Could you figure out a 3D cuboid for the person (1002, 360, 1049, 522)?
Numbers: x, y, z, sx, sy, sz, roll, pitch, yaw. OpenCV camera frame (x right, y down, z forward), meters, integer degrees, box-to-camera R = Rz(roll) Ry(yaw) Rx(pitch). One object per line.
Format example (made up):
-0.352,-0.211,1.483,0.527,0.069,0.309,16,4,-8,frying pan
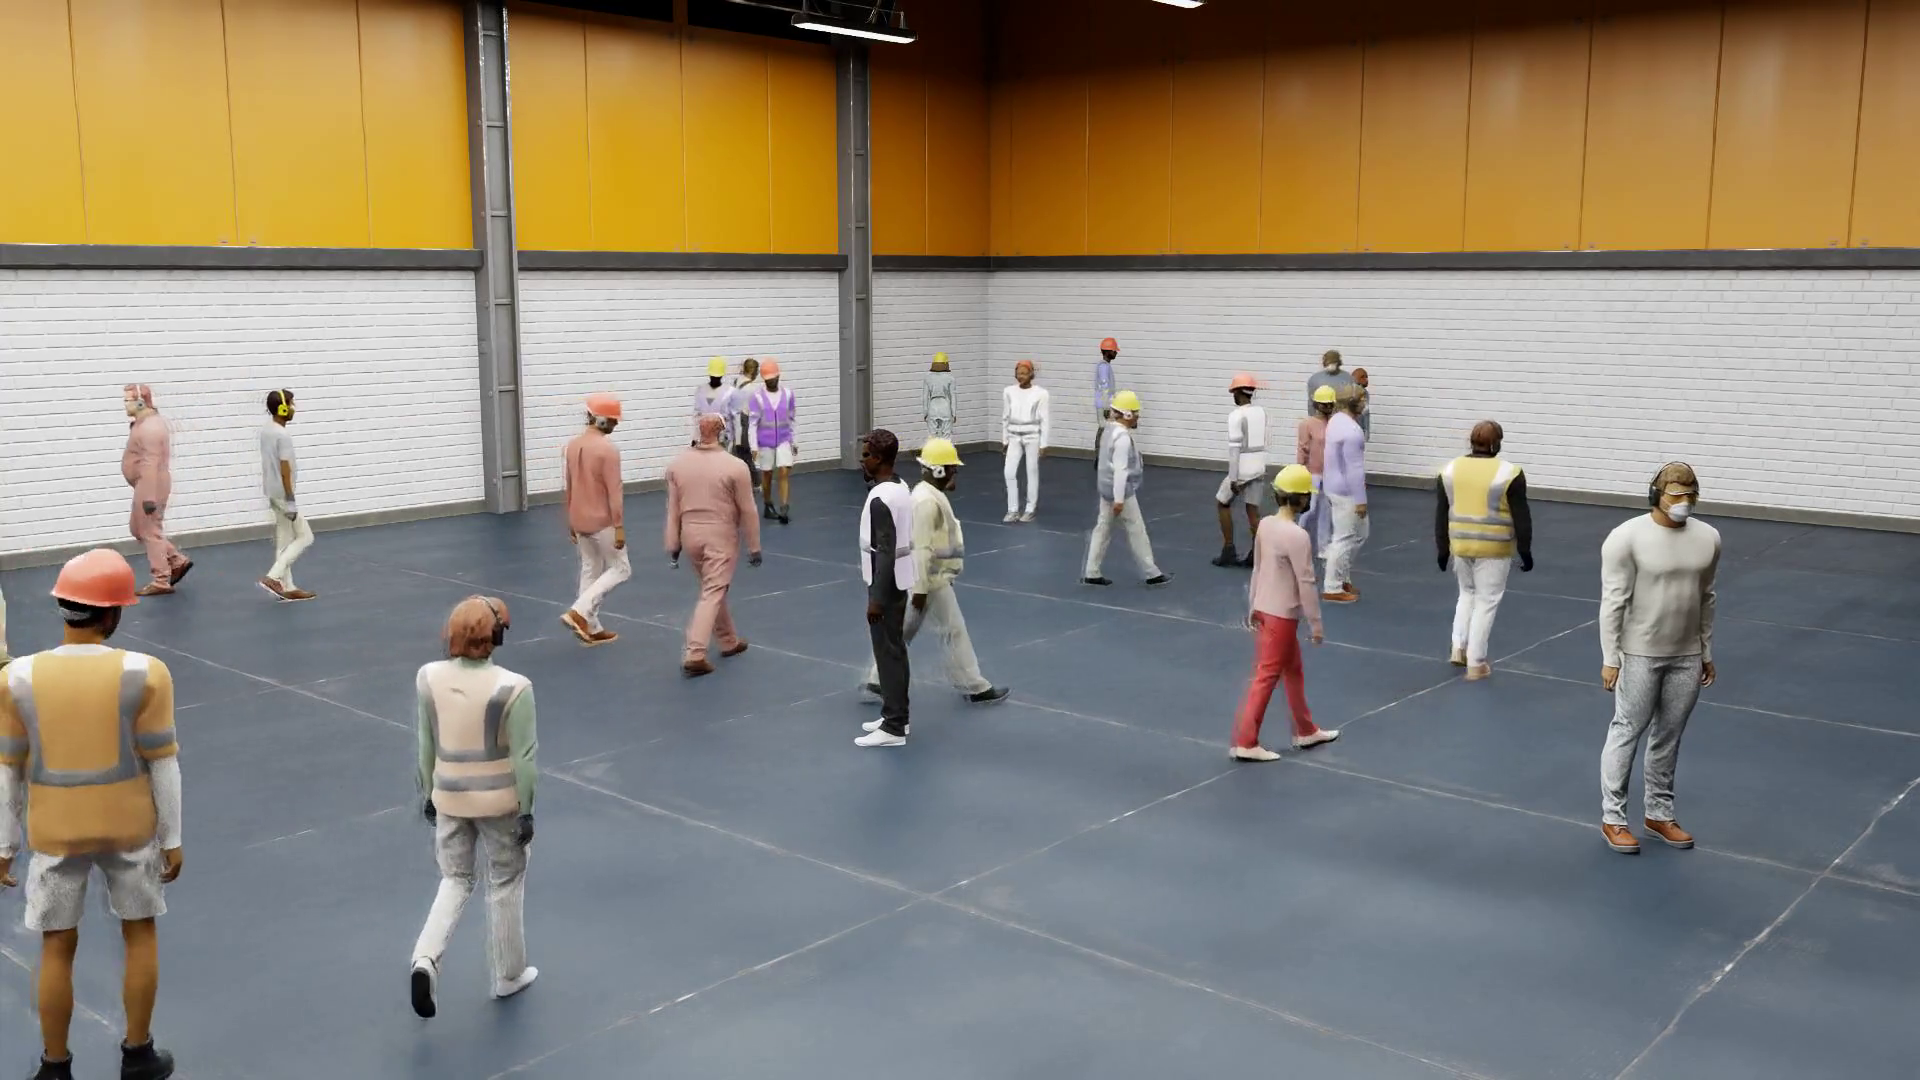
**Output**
0.703,-1.107,18.947,0.614,1.862,0.676,4,10,25,person

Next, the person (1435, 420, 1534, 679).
3.702,0.069,11.707,0.500,1.826,0.630,-9,12,-43,person

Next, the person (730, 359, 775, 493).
-2.743,-1.425,21.246,0.564,1.771,0.982,9,13,44,person

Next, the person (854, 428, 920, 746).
-0.441,0.285,10.051,0.379,1.918,0.597,1,9,6,person

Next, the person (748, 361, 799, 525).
-2.109,-1.113,18.985,0.610,1.860,1.002,-3,9,-16,person

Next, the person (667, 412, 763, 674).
-1.777,0.011,12.005,0.661,1.859,0.999,4,10,24,person

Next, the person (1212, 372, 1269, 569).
2.704,-0.669,16.110,0.544,1.902,0.636,-7,11,-36,person

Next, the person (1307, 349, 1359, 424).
4.787,-1.506,21.322,0.644,1.918,0.721,3,10,18,person

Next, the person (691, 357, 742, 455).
-2.845,-1.247,19.817,0.586,1.877,0.853,4,10,25,person

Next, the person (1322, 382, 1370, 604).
3.371,-0.393,14.297,0.524,1.917,0.650,0,9,0,person

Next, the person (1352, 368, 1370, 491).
5.190,-1.439,21.804,0.278,1.625,0.493,-4,10,-22,person

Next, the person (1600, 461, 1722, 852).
3.439,0.571,8.196,0.635,1.936,0.354,-2,9,-14,person

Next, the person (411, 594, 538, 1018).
-1.861,1.020,6.342,0.523,1.622,0.588,2,9,14,person

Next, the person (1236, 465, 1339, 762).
1.976,0.429,9.689,0.818,1.732,0.553,-2,9,-14,person

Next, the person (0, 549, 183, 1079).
-3.010,0.999,5.669,0.681,1.914,0.356,-3,10,-18,person

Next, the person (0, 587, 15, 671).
-6.978,0.199,11.631,0.512,1.597,0.738,8,12,39,person

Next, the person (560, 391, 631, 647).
-2.770,-0.136,12.530,0.678,1.967,0.567,9,13,44,person

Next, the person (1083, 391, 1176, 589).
1.535,-0.443,15.011,0.898,1.792,0.609,-2,9,-12,person

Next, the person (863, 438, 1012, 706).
-0.188,0.221,10.904,0.985,1.780,0.603,-1,9,-4,person

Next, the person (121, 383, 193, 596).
-7.168,-0.443,14.705,0.450,1.892,0.661,-4,10,-22,person

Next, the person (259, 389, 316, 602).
-5.822,-0.372,14.364,0.396,1.857,0.557,-8,12,-41,person

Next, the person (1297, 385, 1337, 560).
3.545,-0.646,16.413,0.597,1.758,0.410,-4,10,-25,person

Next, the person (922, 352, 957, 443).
-0.282,-1.805,23.728,0.493,1.740,0.310,2,9,11,person

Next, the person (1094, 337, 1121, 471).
2.132,-1.963,24.109,0.375,1.935,0.550,0,9,1,person
